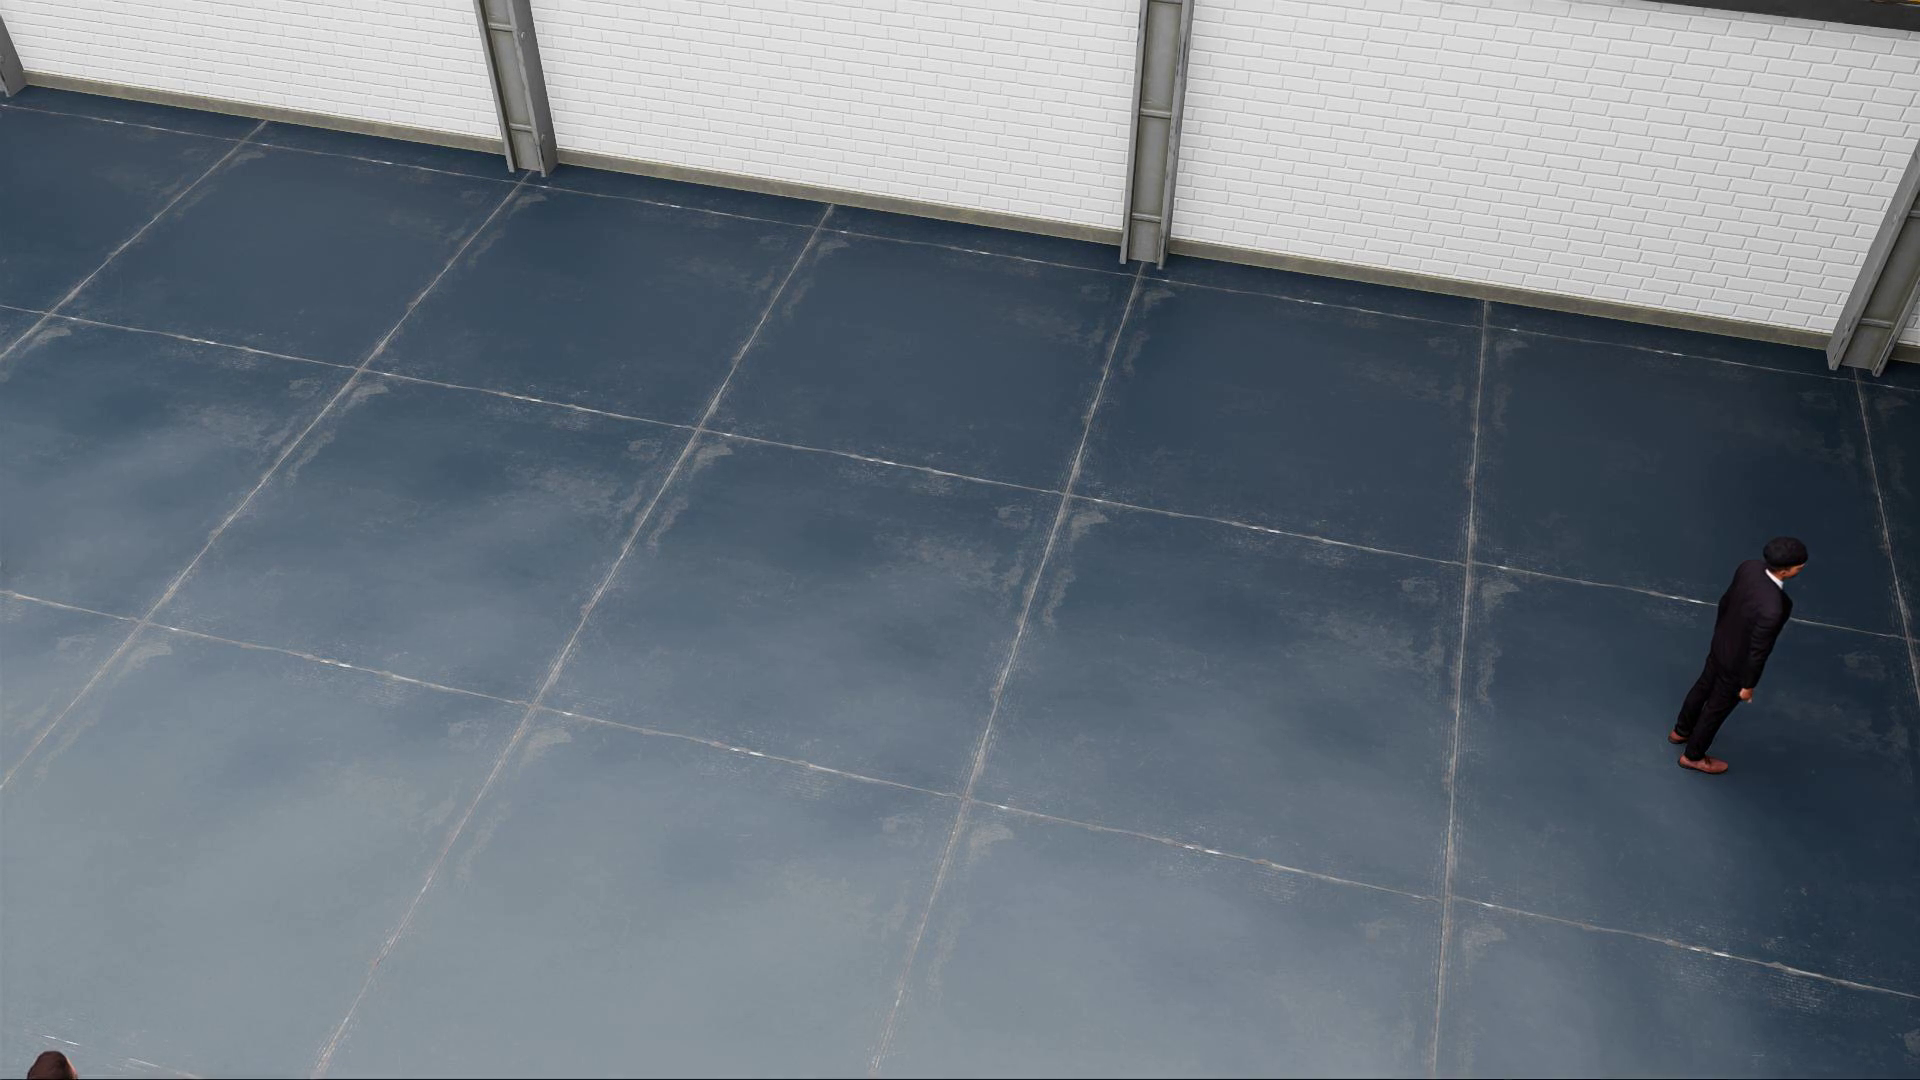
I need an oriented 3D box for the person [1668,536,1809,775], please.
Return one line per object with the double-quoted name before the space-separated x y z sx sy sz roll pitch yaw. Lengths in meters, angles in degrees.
"person" 4.771 0.688 10.238 0.631 1.883 0.740 2 44 2
